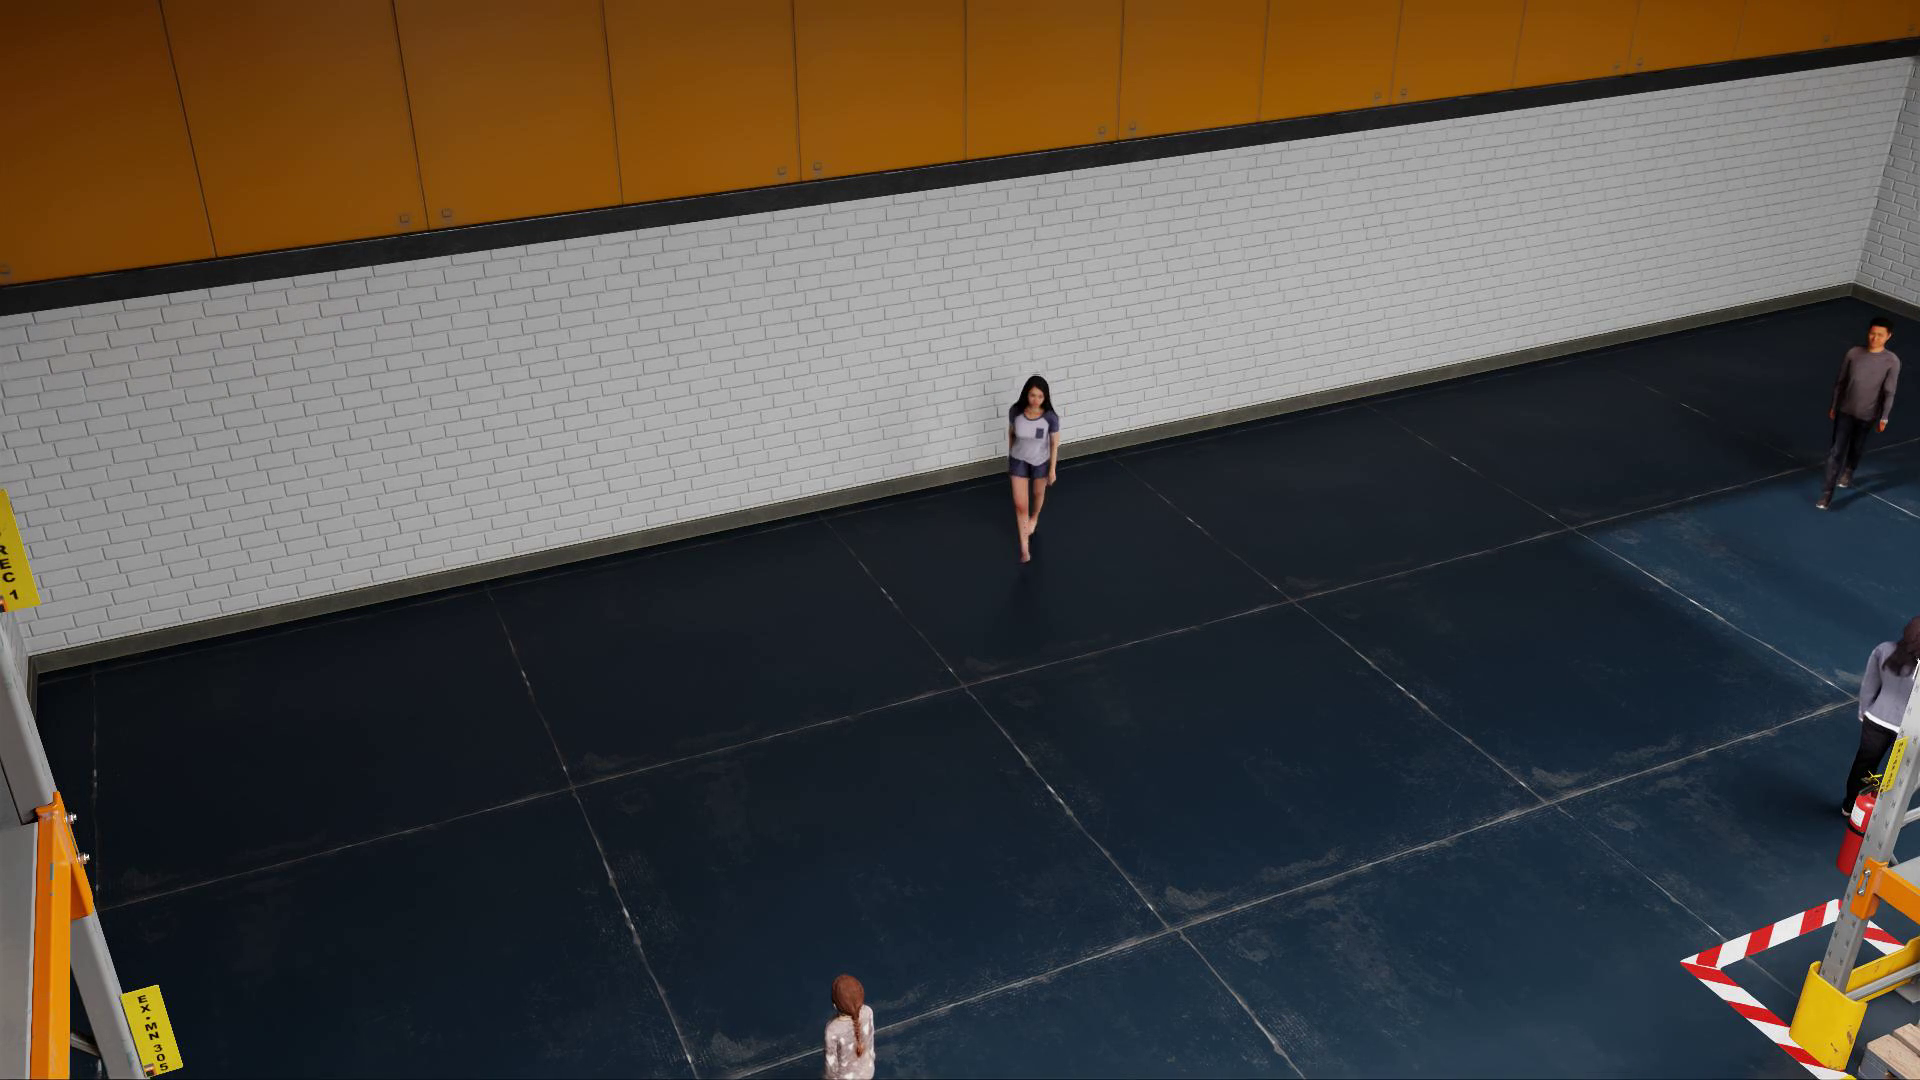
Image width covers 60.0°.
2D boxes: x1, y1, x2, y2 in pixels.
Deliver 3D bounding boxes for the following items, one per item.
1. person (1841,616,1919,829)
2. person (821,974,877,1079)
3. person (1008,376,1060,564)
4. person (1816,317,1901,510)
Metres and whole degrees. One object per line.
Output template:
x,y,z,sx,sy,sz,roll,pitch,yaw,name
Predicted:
6.121,1.178,10.845,0.776,1.596,0.650,-19,34,-30,person
-0.562,2.694,8.485,0.536,1.194,0.540,-24,36,-36,person
0.606,-0.682,14.209,0.997,1.640,1.196,6,29,11,person
8.136,-1.175,15.017,1.162,1.731,1.073,9,30,15,person
